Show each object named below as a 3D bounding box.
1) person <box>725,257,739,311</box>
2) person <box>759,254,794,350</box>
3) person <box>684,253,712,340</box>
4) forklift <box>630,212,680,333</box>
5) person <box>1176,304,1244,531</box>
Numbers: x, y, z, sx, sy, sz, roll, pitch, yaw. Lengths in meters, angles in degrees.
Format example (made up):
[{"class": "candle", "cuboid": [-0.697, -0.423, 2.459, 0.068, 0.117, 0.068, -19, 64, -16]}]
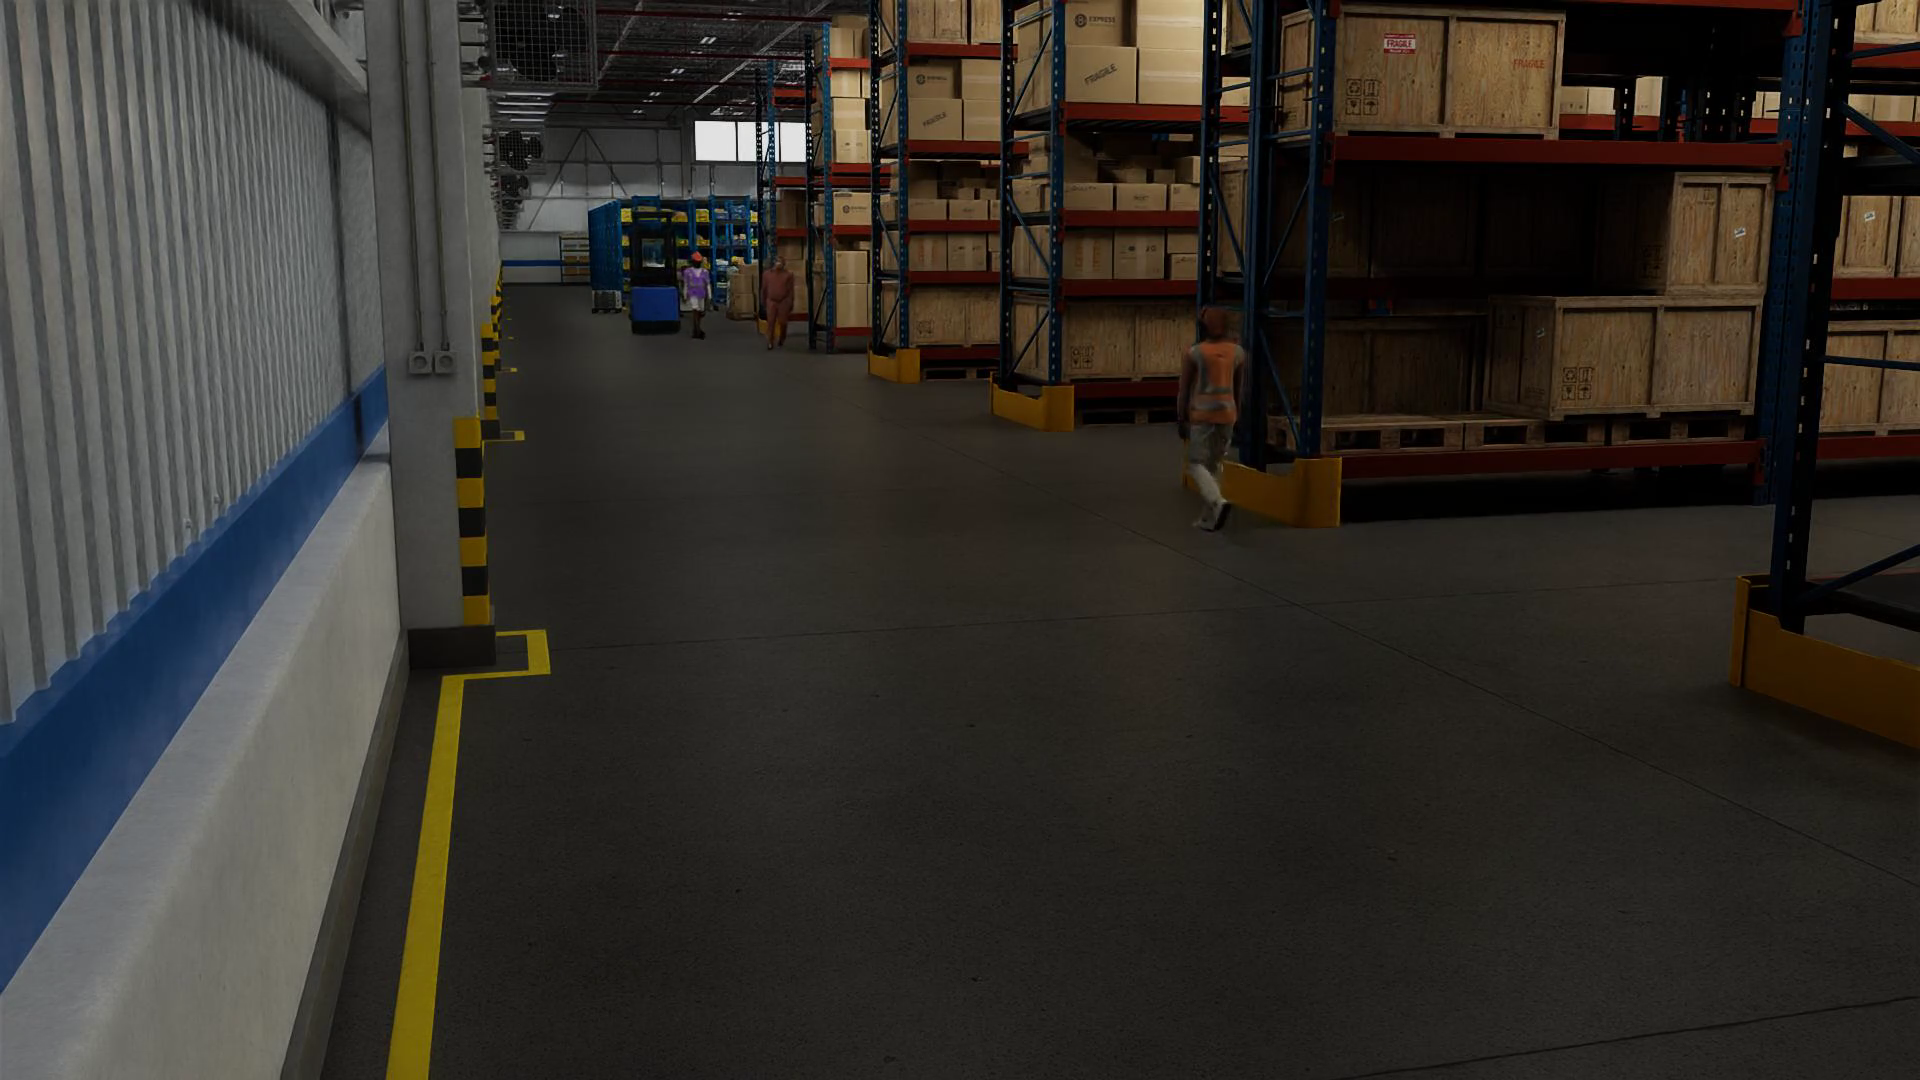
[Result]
[{"class": "person", "cuboid": [-6.543, -7.320, 48.098, 0.492, 1.730, 0.387, 7, 12, 35]}, {"class": "person", "cuboid": [-3.613, -4.697, 32.807, 0.678, 1.886, 0.565, 0, 10, -3]}, {"class": "person", "cuboid": [-5.723, -5.326, 36.365, 0.568, 1.881, 1.013, -5, 11, -27]}, {"class": "forklift", "cuboid": [-7.175, -6.278, 38.923, 1.129, 2.768, 1.873, -2, 10, -12]}, {"class": "person", "cuboid": [1.780, -0.834, 11.659, 0.521, 1.622, 0.561, -4, 11, -21]}]
